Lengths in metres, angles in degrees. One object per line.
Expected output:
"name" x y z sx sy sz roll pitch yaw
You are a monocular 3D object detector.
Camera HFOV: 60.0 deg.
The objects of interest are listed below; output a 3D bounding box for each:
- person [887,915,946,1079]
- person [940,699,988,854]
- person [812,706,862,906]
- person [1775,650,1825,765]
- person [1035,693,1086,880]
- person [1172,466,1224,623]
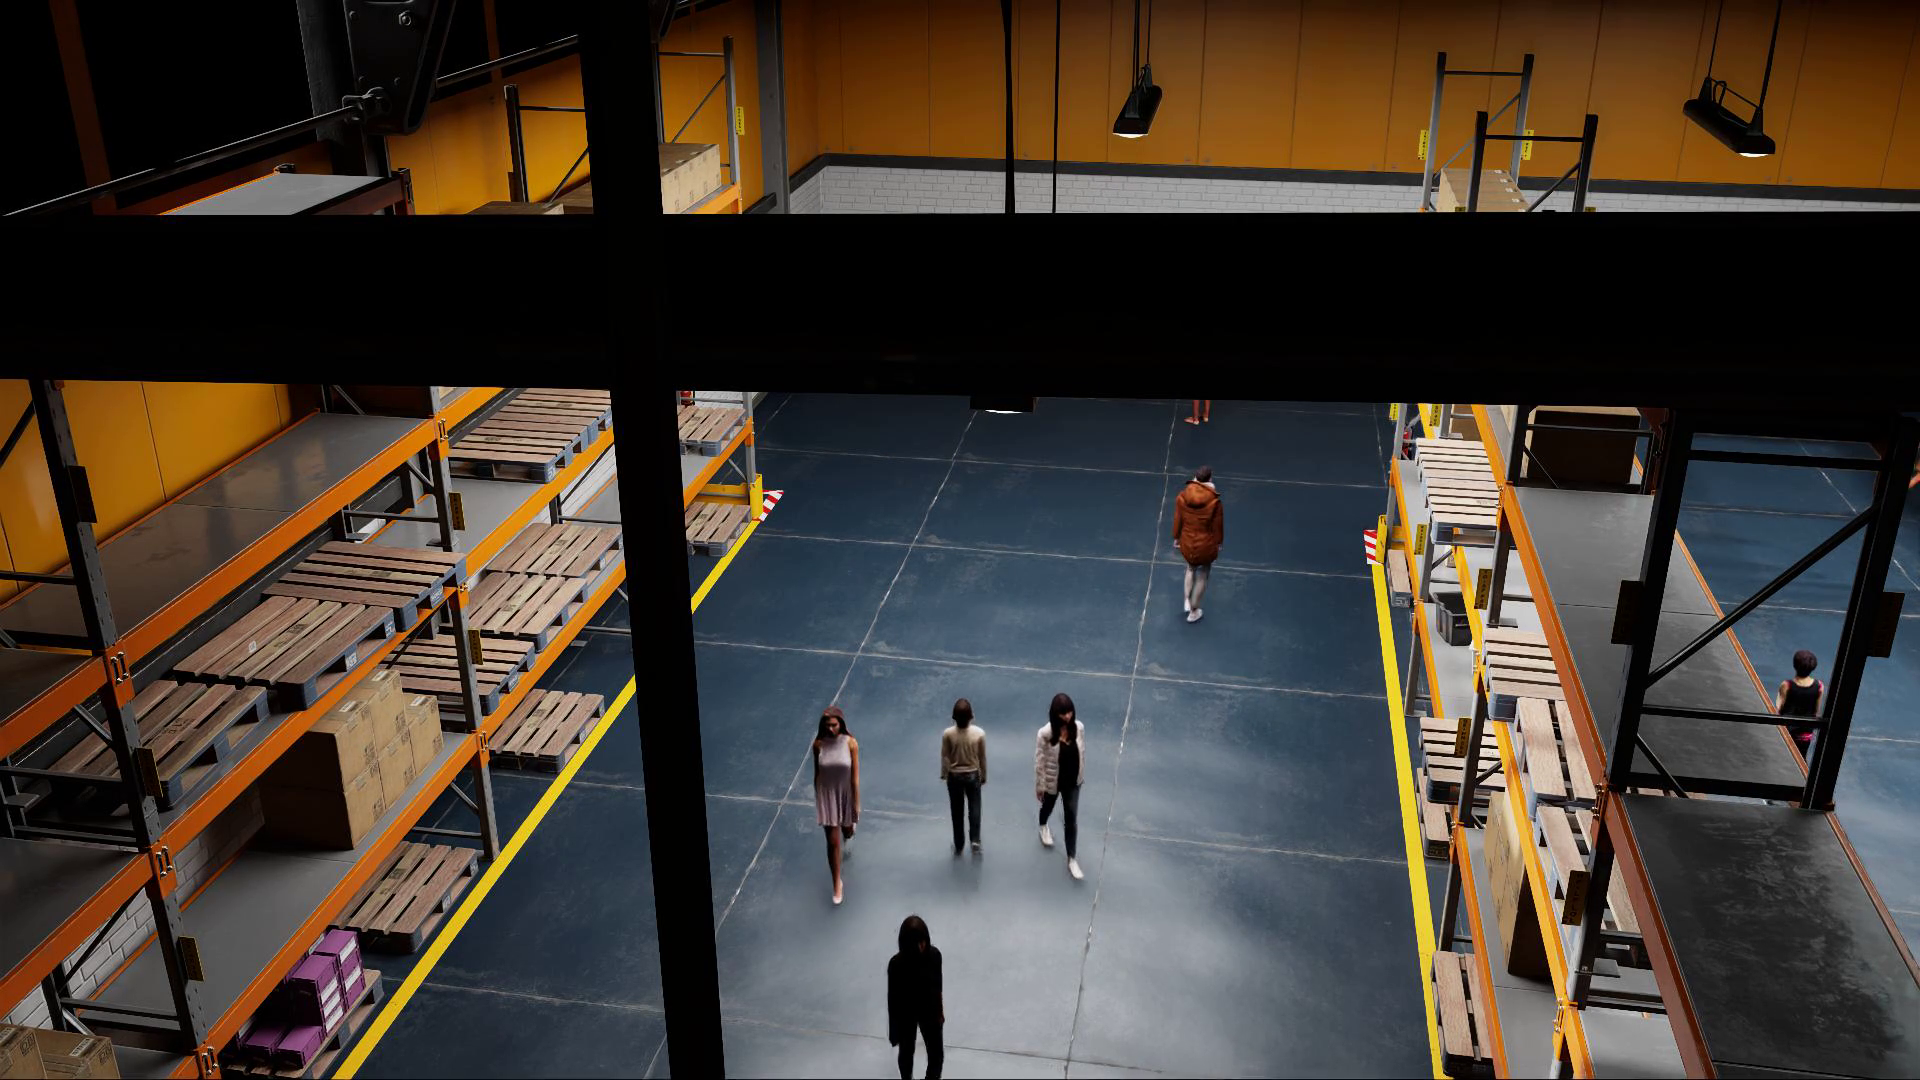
"person" -0.331 3.236 11.506 0.760 1.624 0.830 -8 25 -18
"person" 0.030 2.080 14.364 0.616 1.453 0.625 -2 24 -4
"person" -1.014 2.132 13.877 0.630 1.747 1.047 1 24 2
"person" 7.570 1.724 15.069 0.548 1.541 0.804 3 24 8
"person" 0.827 2.026 14.306 0.966 1.599 1.176 -8 25 -17
"person" 2.618 0.077 18.487 0.828 1.820 0.849 14 27 29
